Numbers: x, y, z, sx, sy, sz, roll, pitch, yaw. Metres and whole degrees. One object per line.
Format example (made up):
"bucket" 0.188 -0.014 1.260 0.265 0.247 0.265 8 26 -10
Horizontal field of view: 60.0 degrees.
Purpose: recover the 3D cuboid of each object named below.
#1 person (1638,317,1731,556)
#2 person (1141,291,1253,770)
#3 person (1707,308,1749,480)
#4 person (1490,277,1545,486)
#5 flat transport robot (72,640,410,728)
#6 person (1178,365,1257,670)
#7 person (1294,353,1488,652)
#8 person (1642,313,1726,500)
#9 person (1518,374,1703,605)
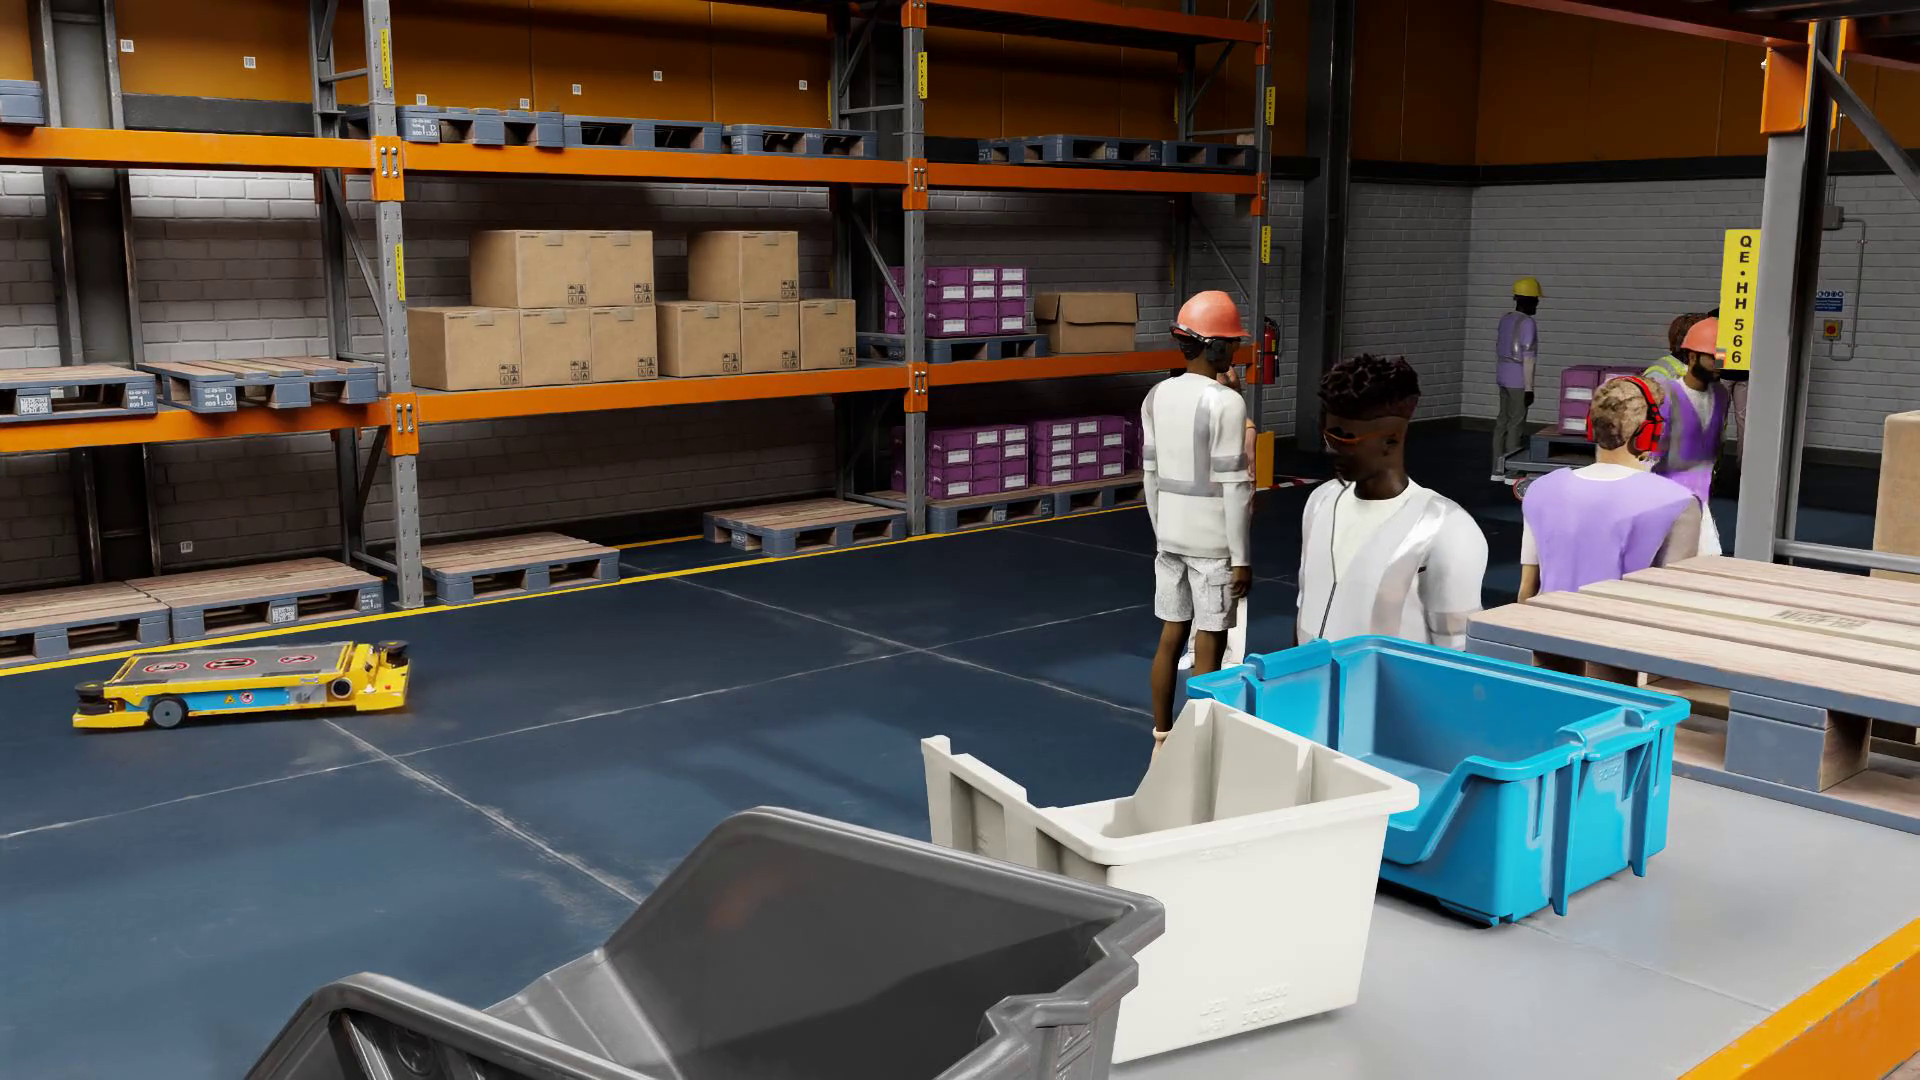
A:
"person" 3.664 -0.203 8.547 0.565 1.875 0.844 -4 11 -20
"person" 0.999 0.004 6.860 0.372 2.044 0.607 -6 12 -31
"person" 7.312 -1.562 15.769 0.608 1.995 0.377 -1 10 -3
"person" 5.163 -1.459 15.382 0.388 1.926 0.590 -1 10 -8
"flat transport robot" -3.426 0.681 8.030 1.431 0.197 0.652 -3 11 -15
"person" 1.319 -0.097 8.555 0.309 1.640 0.513 -6 12 -31
"person" 1.065 0.491 4.364 0.375 1.959 0.600 -6 12 -30
"person" 4.144 -0.375 9.545 0.627 1.845 0.429 -8 13 -37
"person" 1.945 0.425 5.050 0.393 1.847 0.563 -8 13 -38
